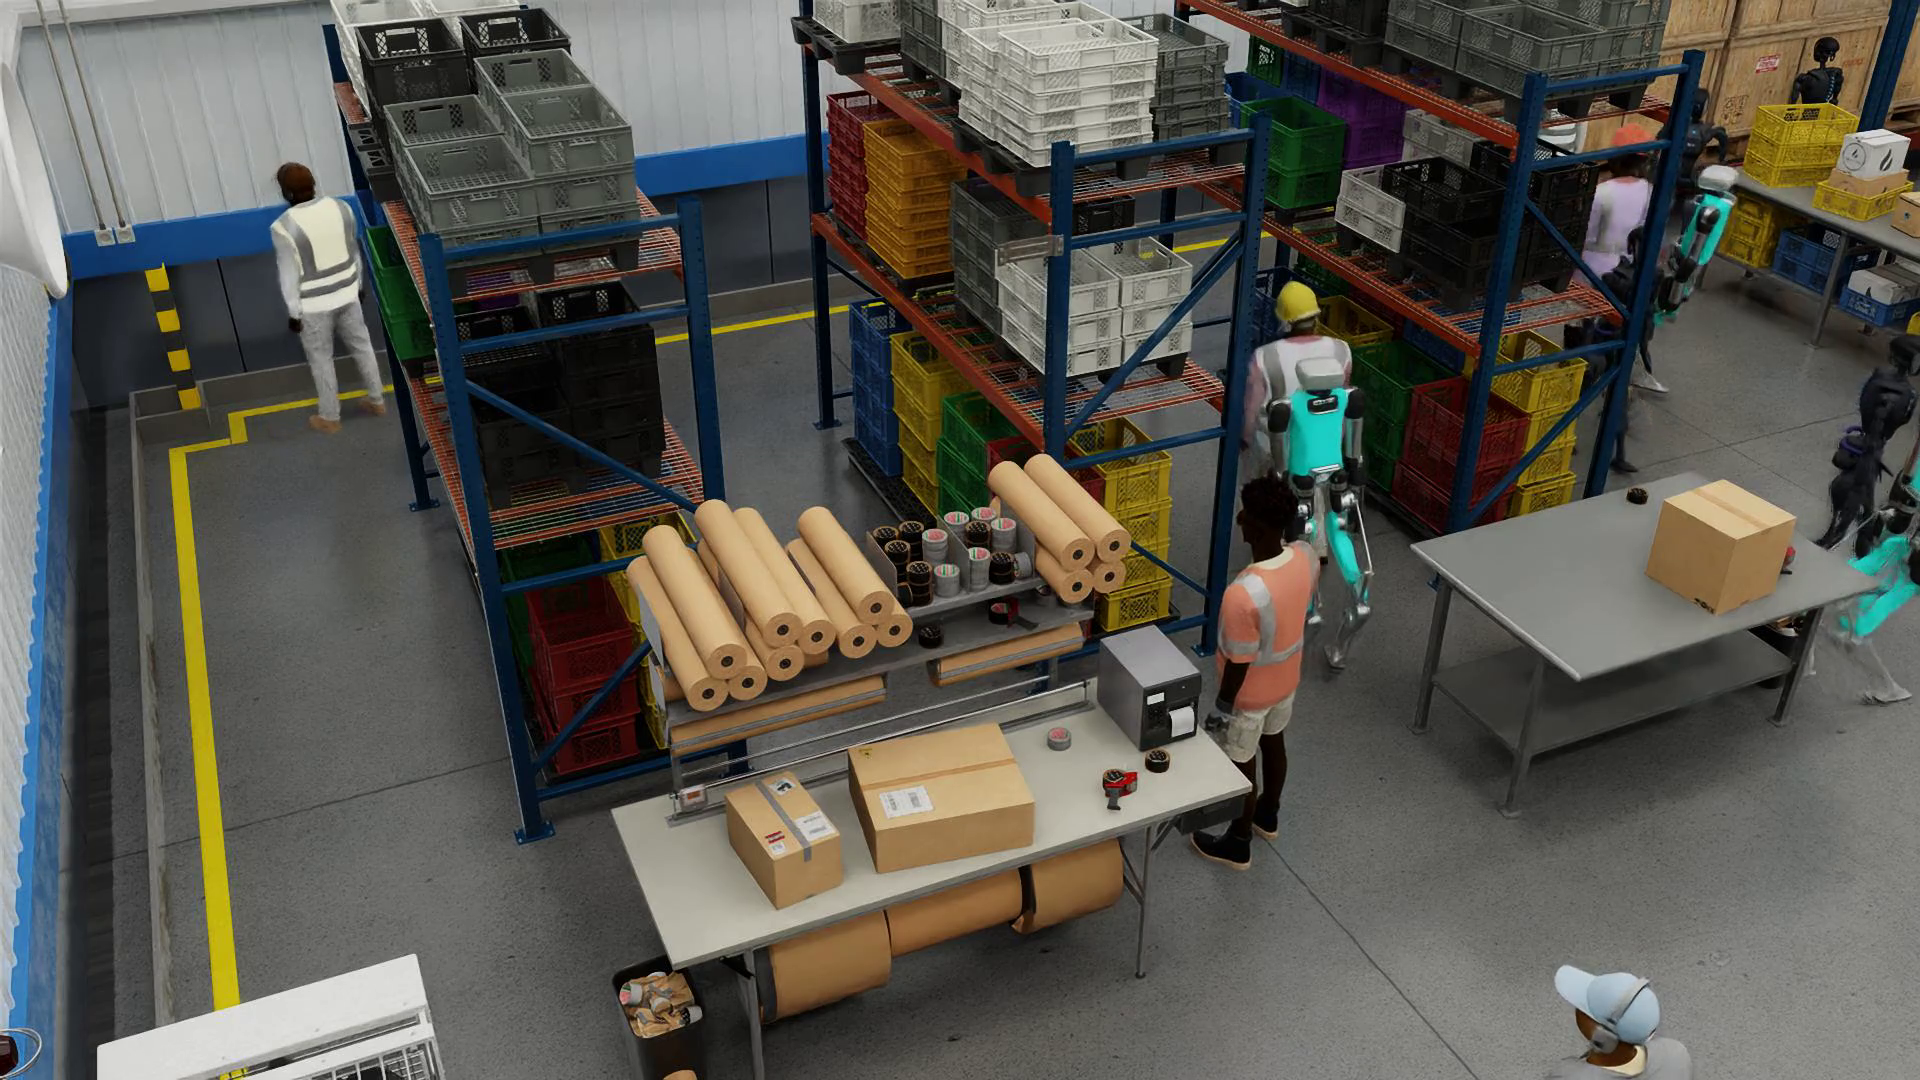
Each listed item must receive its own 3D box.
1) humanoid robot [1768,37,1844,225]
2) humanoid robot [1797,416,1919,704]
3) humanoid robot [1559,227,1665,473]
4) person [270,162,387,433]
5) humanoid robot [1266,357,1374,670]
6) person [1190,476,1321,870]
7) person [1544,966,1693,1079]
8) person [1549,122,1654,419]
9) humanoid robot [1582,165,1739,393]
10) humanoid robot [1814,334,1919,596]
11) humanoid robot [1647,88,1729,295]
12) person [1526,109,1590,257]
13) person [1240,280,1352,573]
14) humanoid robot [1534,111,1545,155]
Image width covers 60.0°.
[{"bbox_3d":[7.229,-3.461,14.234,0.599,1.657,0.315,-12,33,-18],"label":"humanoid robot"},{"bbox_3d":[4.660,0.084,8.467,0.796,1.805,0.548,-4,32,-6],"label":"humanoid robot"},{"bbox_3d":[4.176,-1.218,10.622,0.601,1.630,0.674,-11,33,-18],"label":"humanoid robot"},{"bbox_3d":[-4.243,-1.626,11.115,0.429,1.838,0.636,19,36,28],"label":"person"},{"bbox_3d":[1.905,0.035,8.599,0.559,1.863,0.798,-8,33,-13],"label":"humanoid robot"},{"bbox_3d":[1.306,0.607,7.367,0.369,1.964,0.607,26,40,35],"label":"person"},{"bbox_3d":[1.891,2.021,5.178,0.596,1.852,0.361,-14,34,-21],"label":"person"},{"bbox_3d":[4.364,-1.786,11.233,0.627,2.005,0.861,-16,35,-24],"label":"person"},{"bbox_3d":[4.730,-1.702,11.429,0.839,1.884,0.573,19,36,28],"label":"humanoid robot"},{"bbox_3d":[5.064,-0.402,9.314,0.577,1.630,0.609,20,37,29],"label":"humanoid robot"},{"bbox_3d":[5.710,-2.756,13.111,0.594,1.644,0.506,11,33,18],"label":"humanoid robot"},{"bbox_3d":[4.768,-3.109,13.486,0.575,1.878,0.338,-5,32,-9],"label":"person"},{"bbox_3d":[1.884,-0.608,9.491,0.630,1.797,0.435,-4,32,-6],"label":"person"},{"bbox_3d":[4.120,-2.749,13.095,0.737,1.844,0.539,5,32,8],"label":"humanoid robot"}]
